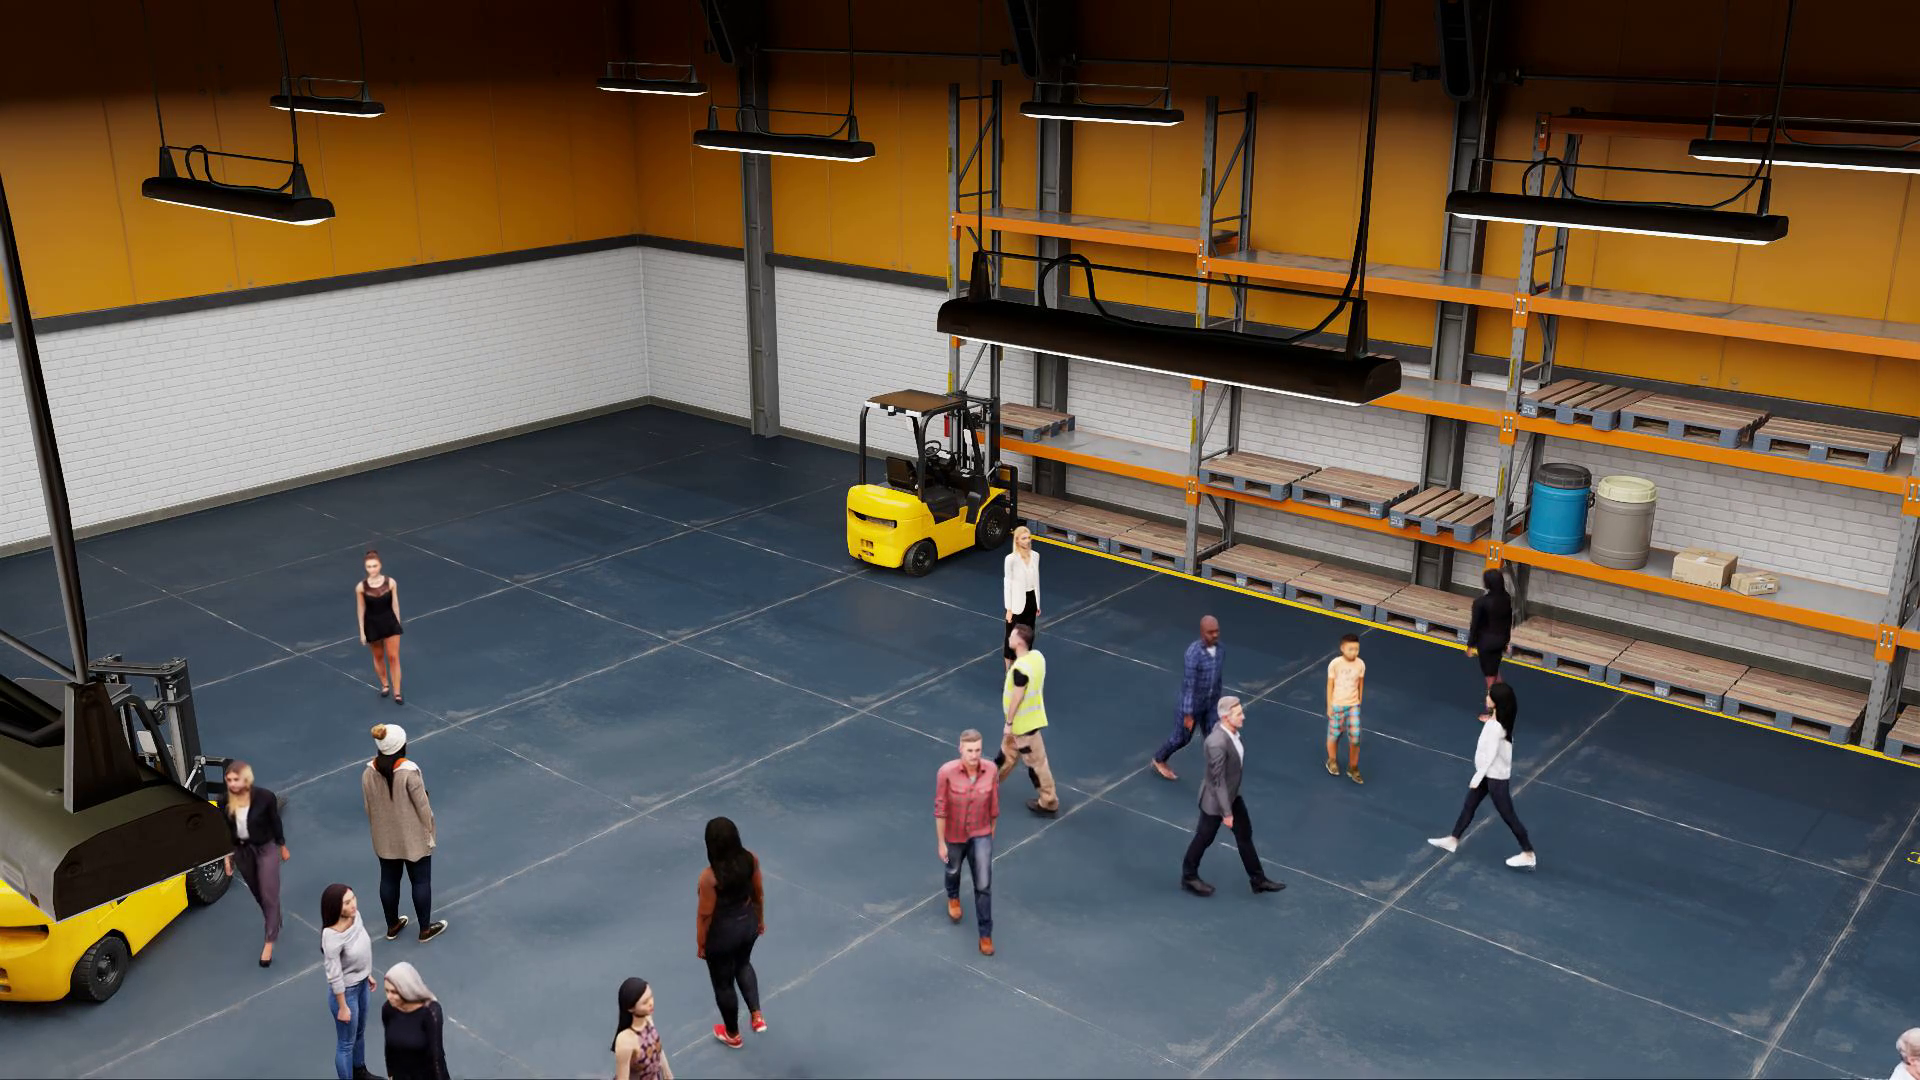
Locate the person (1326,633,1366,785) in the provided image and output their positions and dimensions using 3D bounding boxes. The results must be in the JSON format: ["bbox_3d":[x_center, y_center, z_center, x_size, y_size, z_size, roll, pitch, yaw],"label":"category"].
[{"bbox_3d":[3.655,1.559,15.962,0.761,1.446,0.814,-1,19,-2],"label":"person"}]

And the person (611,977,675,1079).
[{"bbox_3d":[-2.009,3.408,10.005,1.089,1.743,0.964,1,19,3],"label":"person"}]

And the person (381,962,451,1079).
[{"bbox_3d":[-3.278,3.334,10.244,0.874,1.730,0.881,5,19,13],"label":"person"}]

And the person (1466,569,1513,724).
[{"bbox_3d":[5.449,1.096,16.952,0.754,1.691,0.708,-6,19,-16],"label":"person"}]

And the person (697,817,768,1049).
[{"bbox_3d":[-1.564,2.800,11.713,0.725,1.806,0.741,-16,24,-39],"label":"person"}]

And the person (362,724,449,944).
[{"bbox_3d":[-4.419,2.285,13.108,0.764,1.890,0.863,4,19,11],"label":"person"}]

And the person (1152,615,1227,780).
[{"bbox_3d":[2.166,1.505,15.596,0.916,1.781,1.255,-14,23,-36],"label":"person"}]

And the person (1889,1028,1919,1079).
[{"bbox_3d":[5.237,3.537,9.519,0.801,1.809,0.980,-14,23,-35],"label":"person"}]

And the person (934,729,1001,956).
[{"bbox_3d":[0.023,2.305,13.222,1.195,1.781,1.280,-2,19,-7],"label":"person"}]

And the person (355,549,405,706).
[{"bbox_3d":[-6.136,0.891,17.617,0.847,1.656,0.981,-7,20,-19],"label":"person"}]

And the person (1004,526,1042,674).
[{"bbox_3d":[0.657,0.745,17.731,0.652,1.859,0.593,-13,23,-35],"label":"person"}]

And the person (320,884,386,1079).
[{"bbox_3d":[-4.138,3.050,11.241,0.701,1.633,0.677,1,19,4],"label":"person"}]

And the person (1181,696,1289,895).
[{"bbox_3d":[2.075,2.117,13.742,1.206,1.805,0.941,8,20,23],"label":"person"}]

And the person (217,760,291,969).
[{"bbox_3d":[-5.487,2.447,13.025,1.013,1.637,1.074,-2,19,-6],"label":"person"}]

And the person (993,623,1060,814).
[{"bbox_3d":[0.645,1.660,15.117,1.268,1.794,0.987,6,20,18],"label":"person"}]

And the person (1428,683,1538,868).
[{"bbox_3d":[4.652,2.052,14.180,1.215,1.648,0.916,6,19,16],"label":"person"}]
